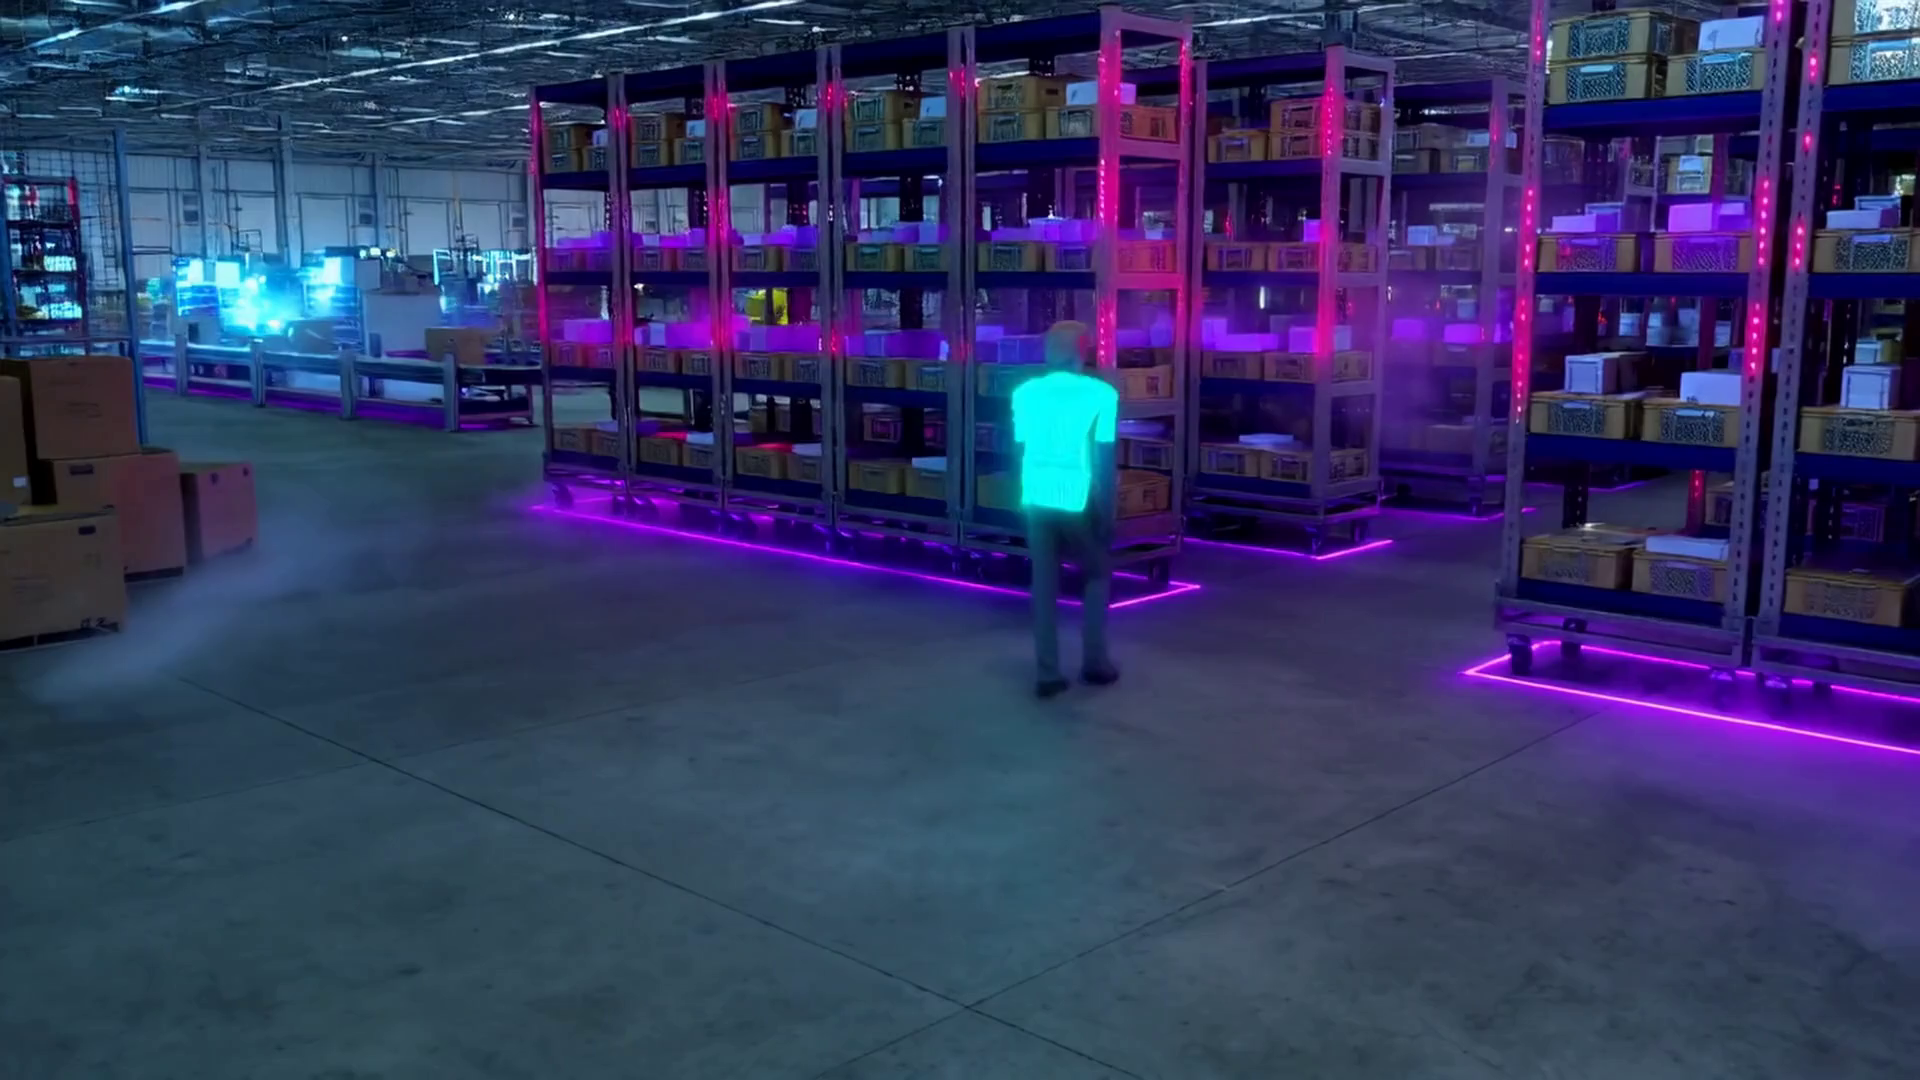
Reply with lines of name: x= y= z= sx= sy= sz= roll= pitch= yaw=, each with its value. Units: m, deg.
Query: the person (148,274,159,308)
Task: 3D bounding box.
person: x=-36.913 y=-11.247 z=76.101 sx=0.475 sy=1.829 sz=0.621 roll=-8 pitch=12 yaw=-40

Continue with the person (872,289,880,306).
person: x=-3.481 y=-10.308 z=70.853 sx=0.829 sy=1.653 sz=0.546 roll=2 pitch=9 yaw=12

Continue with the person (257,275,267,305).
person: x=-24.379 y=-8.341 z=58.179 sx=0.532 sy=1.868 sz=0.310 roll=9 pitch=13 yaw=44

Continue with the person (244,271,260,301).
person: x=-26.914 y=-9.240 z=63.304 sx=0.611 sy=1.995 sz=0.380 roll=-3 pitch=10 yaw=-20

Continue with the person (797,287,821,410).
person: x=-1.911 y=-2.246 z=20.716 sx=0.399 sy=1.902 sz=0.642 roll=-7 pitch=12 yaw=-38

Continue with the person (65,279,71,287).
person: x=-40.500 y=-11.186 z=75.409 sx=0.629 sy=1.939 sz=0.372 roll=4 pitch=10 yaw=24

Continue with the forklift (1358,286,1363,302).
forklift: x=11.100 y=-7.017 z=46.970 sx=1.873 sy=2.768 sz=1.129 roll=9 pitch=13 yaw=43

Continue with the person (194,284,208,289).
person: x=-31.029 y=-9.852 z=67.945 sx=0.588 sy=1.711 sz=0.859 roll=-4 pitch=10 yaw=-24

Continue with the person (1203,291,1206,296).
person: x=8.808 y=-8.933 z=61.761 sx=0.642 sy=1.884 sz=0.802 roll=-6 pitch=11 yaw=-34

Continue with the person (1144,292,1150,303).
person: x=7.032 y=-9.021 z=62.873 sx=0.322 sy=1.696 sz=0.536 roll=1 pitch=9 yaw=5

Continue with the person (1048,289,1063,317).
person: x=1.418 y=-2.990 z=25.482 sx=0.590 sy=1.833 sz=0.404 roll=1 pitch=9 yaw=6

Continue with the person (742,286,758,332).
person: x=-6.154 y=-6.849 z=49.293 sx=0.942 sy=1.777 sz=0.611 roll=9 pitch=13 yaw=44

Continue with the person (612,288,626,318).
person: x=-8.292 y=-5.471 z=40.888 sx=0.532 sy=1.771 sz=0.304 roll=1 pitch=9 yaw=5

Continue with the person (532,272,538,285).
person: x=-22.190 y=-13.056 z=86.969 sx=0.438 sy=1.913 sz=0.602 roll=-5 pitch=11 yaw=-28

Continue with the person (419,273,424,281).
person: x=-28.609 y=-13.306 z=88.746 sx=0.547 sy=1.824 sz=0.663 roll=8 pitch=12 yaw=40

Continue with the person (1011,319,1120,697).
person: x=0.557 y=-0.164 z=8.173 sx=0.612 sy=1.816 sz=0.699 roll=5 pitch=11 yaw=30
